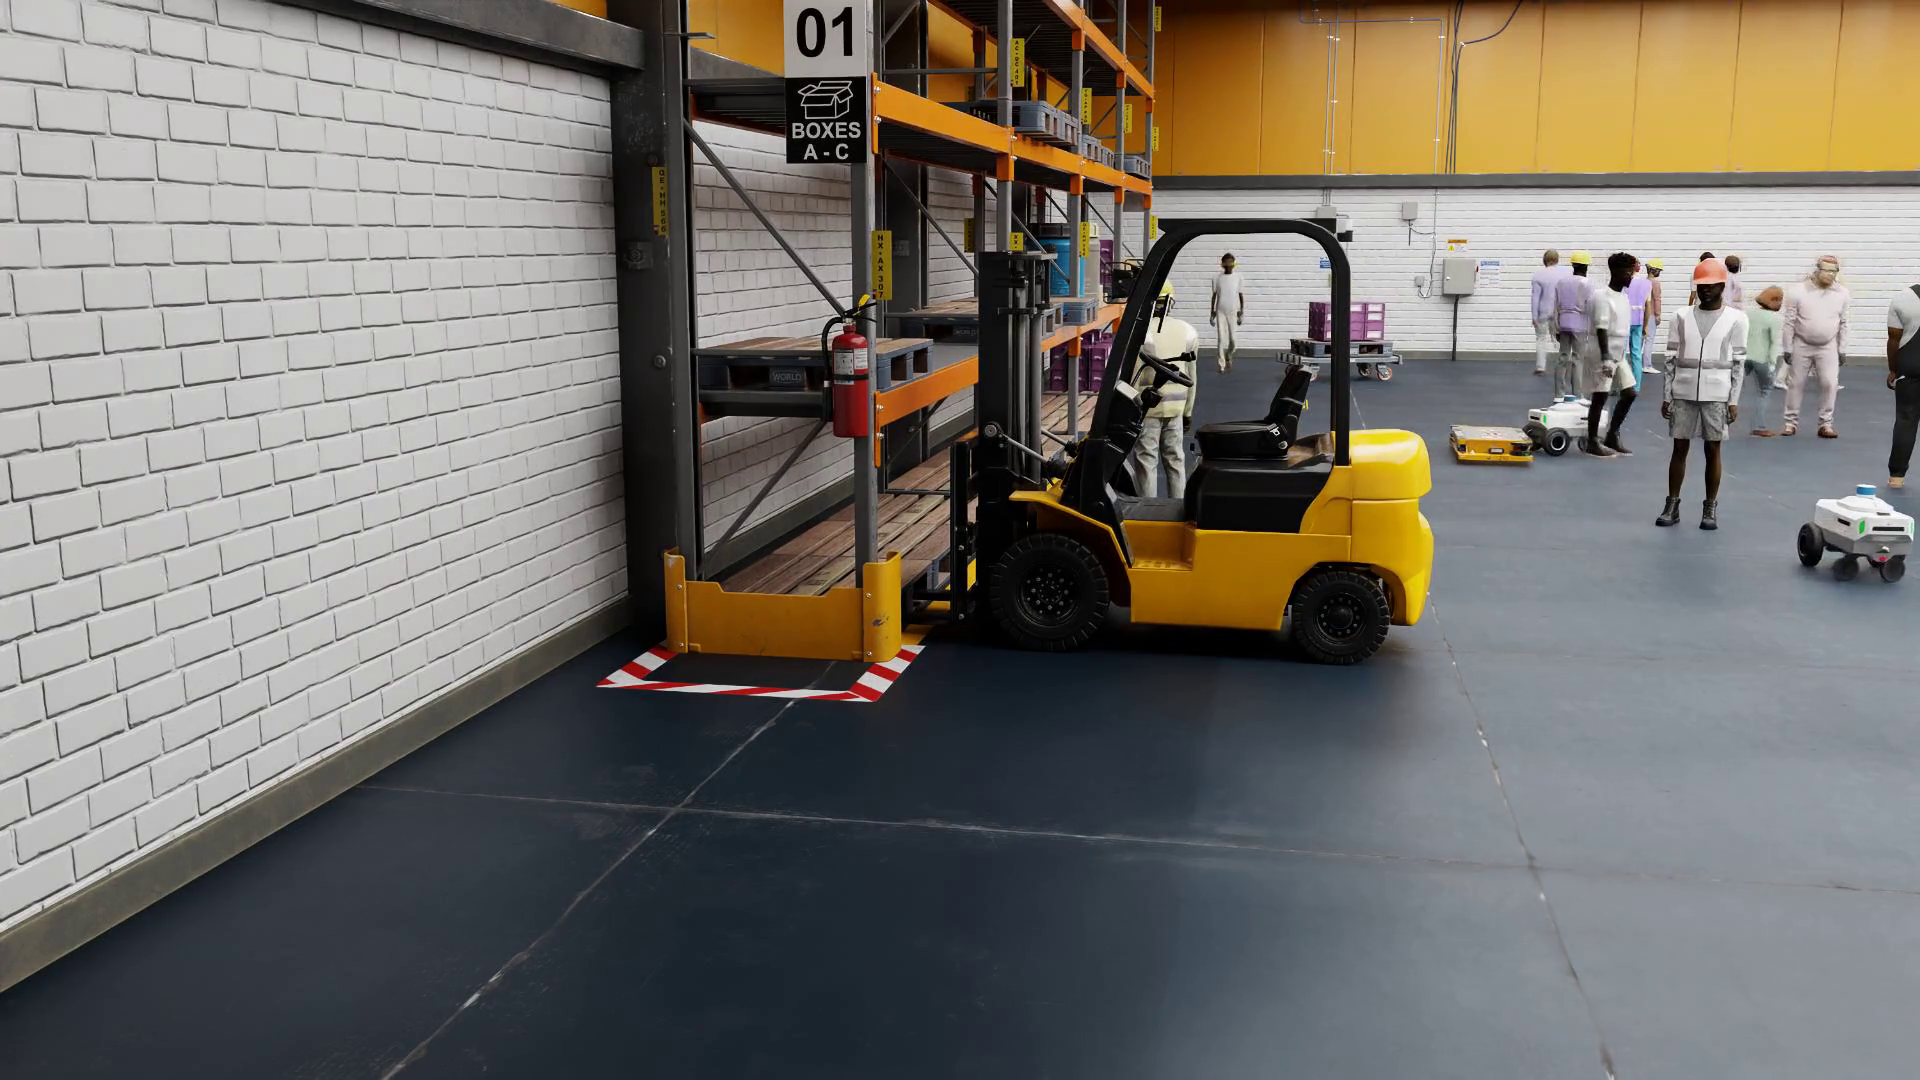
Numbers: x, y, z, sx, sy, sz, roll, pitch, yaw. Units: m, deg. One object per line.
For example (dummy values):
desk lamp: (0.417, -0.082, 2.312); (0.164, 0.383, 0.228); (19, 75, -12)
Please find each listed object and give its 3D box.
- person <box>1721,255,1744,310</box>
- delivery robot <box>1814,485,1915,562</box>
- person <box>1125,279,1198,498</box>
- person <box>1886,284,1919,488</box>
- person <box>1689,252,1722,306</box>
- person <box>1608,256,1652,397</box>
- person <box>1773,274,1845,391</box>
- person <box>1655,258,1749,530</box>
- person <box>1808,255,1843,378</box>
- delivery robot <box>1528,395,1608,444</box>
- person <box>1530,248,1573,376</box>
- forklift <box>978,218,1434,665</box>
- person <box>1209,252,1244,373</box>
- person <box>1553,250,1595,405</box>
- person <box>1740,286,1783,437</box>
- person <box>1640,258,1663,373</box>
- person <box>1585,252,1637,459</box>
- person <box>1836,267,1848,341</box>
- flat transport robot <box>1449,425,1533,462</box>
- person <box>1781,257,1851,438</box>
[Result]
person: (12.047, -3.551, 26.091); (0.432, 1.810, 0.669); (4, 11, 22)
delivery robot: (5.597, -0.099, 10.307); (0.477, 0.478, 0.707); (1, 10, 5)
person: (1.349, -0.902, 11.465); (0.600, 1.830, 0.403); (-5, 12, -27)
person: (8.064, -1.433, 13.801); (0.685, 2.000, 0.538); (7, 12, 34)
person: (11.332, -3.450, 25.350); (0.521, 1.864, 0.335); (1, 10, 6)
person: (8.759, -2.794, 21.796); (0.568, 1.843, 0.374); (-1, 10, -6)
person: (11.565, -2.816, 22.607); (0.864, 1.594, 0.512); (1, 10, 8)
person: (5.323, -1.042, 11.943); (0.543, 1.939, 0.355); (7, 12, 32)
person: (12.708, -3.274, 24.516); (0.655, 1.819, 0.539); (-10, 14, -43)
delivery robot: (5.891, -1.158, 16.111); (0.707, 0.478, 0.477); (-2, 10, -11)
person: (8.807, -3.378, 24.779); (0.633, 1.922, 0.659); (0, 10, -1)
forklift: (1.285, -0.567, 8.635); (2.313, 2.155, 1.214); (2, 11, 11)
person: (4.109, -3.506, 25.710); (0.519, 1.851, 0.489); (1, 10, 6)
person: (7.690, -2.652, 20.796); (0.369, 1.927, 0.589); (-6, 12, -31)
person: (8.216, -1.857, 17.355); (0.720, 1.595, 0.527); (-5, 11, -24)
person: (10.622, -3.446, 25.614); (0.326, 1.760, 0.524); (-2, 11, -12)
person: (6.168, -1.723, 15.634); (0.624, 1.947, 0.522); (-9, 13, -40)
person: (12.984, -3.289, 24.939); (0.559, 1.680, 0.537); (-10, 14, -42)
flat transport robot: (5.061, -0.930, 15.898); (0.652, 0.197, 1.431); (2, 11, 13)
person: (8.915, -1.997, 17.349); (0.642, 1.882, 0.549); (2, 11, 13)
